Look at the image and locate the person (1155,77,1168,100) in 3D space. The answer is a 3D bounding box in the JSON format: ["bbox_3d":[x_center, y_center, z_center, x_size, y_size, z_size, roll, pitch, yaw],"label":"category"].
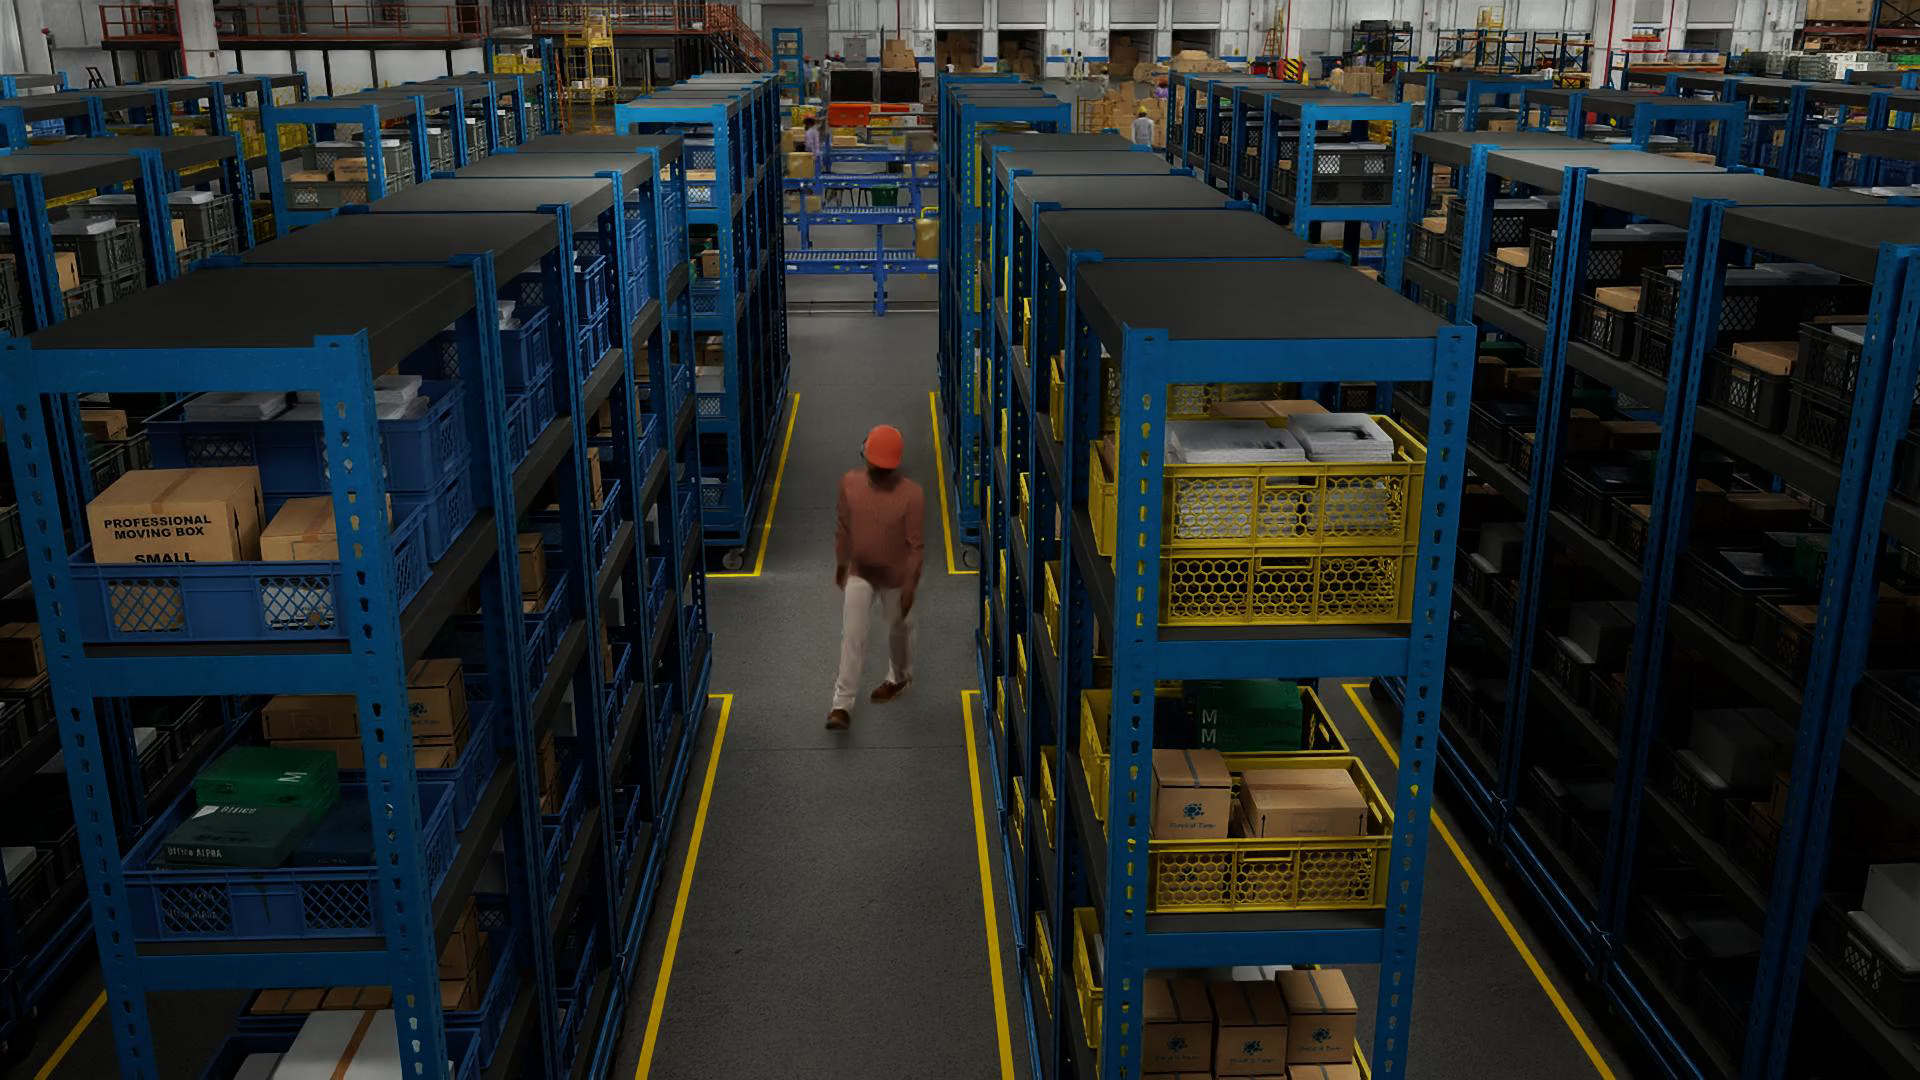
[{"bbox_3d":[6.828,-14.692,56.275,0.544,1.924,0.444,12,21,33],"label":"person"}]

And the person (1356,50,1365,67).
[{"bbox_3d":[21.111,-24.932,87.942,0.593,1.926,0.366,-12,21,-32],"label":"person"}]

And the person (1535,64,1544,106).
[{"bbox_3d":[24.088,-18.865,69.285,0.512,1.860,0.325,-9,20,-26],"label":"person"}]

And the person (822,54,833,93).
[{"bbox_3d":[-6.556,-23.110,82.371,0.585,1.882,0.337,15,23,39],"label":"person"}]

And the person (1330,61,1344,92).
[{"bbox_3d":[16.204,-19.621,71.513,0.583,1.923,0.406,4,18,11],"label":"person"}]

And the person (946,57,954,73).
[{"bbox_3d":[-0.455,-21.274,76.653,0.379,1.911,0.589,10,20,28],"label":"person"}]

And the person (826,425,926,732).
[{"bbox_3d":[-0.526,0.214,10.143,0.674,1.913,1.035,8,19,23],"label":"person"}]

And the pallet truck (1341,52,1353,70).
[{"bbox_3d":[18.794,-23.123,82.231,0.823,1.965,1.885,-13,22,-35],"label":"pallet truck"}]

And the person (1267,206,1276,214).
[{"bbox_3d":[4.166,-3.688,22.471,0.567,1.745,0.559,0,18,0],"label":"person"}]

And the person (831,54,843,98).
[{"bbox_3d":[-5.785,-21.837,78.271,0.608,1.987,0.388,-13,22,-35],"label":"person"}]

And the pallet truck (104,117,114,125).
[{"bbox_3d":[-18.367,-7.885,35.078,1.885,1.965,0.823,1,18,2],"label":"pallet truck"}]

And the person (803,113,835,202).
[{"bbox_3d":[-3.172,-8.393,36.663,0.687,1.997,0.655,4,18,13],"label":"person"}]

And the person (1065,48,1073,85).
[{"bbox_3d":[5.947,-25.842,90.736,0.455,1.933,0.622,-1,18,-4],"label":"person"}]

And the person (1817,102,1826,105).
[{"bbox_3d":[21.975,-10.316,42.703,0.548,1.931,0.379,7,19,20],"label":"person"}]

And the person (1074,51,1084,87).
[{"bbox_3d":[6.289,-24.820,87.696,0.535,1.864,0.309,-4,18,-12],"label":"person"}]

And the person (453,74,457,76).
[{"bbox_3d":[-18.267,-16.018,60.513,0.430,1.825,0.550,2,18,7],"label":"person"}]

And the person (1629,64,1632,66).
[{"bbox_3d":[32.154,-22.518,80.454,0.631,1.940,0.372,-2,18,-5],"label":"person"}]

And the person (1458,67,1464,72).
[{"bbox_3d":[19.281,-17.559,65.124,0.782,1.931,0.623,0,18,1],"label":"person"}]

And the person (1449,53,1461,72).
[{"bbox_3d":[24.228,-22.858,81.341,1.043,2.000,0.706,7,19,21],"label":"person"}]

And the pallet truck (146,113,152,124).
[{"bbox_3d":[-18.087,-8.309,36.390,1.885,1.965,0.823,-1,18,-4],"label":"pallet truck"}]

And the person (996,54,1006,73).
[{"bbox_3d":[2.007,-23.841,84.745,0.784,1.811,0.649,-5,19,-15],"label":"person"}]

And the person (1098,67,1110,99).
[{"bbox_3d":[6.129,-18.970,69.818,0.508,1.709,0.798,-12,22,-34],"label":"person"}]

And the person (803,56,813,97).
[{"bbox_3d":[-7.206,-21.911,78.655,0.548,1.879,1.001,-7,19,-20],"label":"person"}]

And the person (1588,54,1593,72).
[{"bbox_3d":[34.867,-26.189,91.873,0.689,1.906,0.596,-8,20,-23],"label":"person"}]

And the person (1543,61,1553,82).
[{"bbox_3d":[25.398,-19.746,71.963,0.337,1.882,0.584,17,24,42],"label":"person"}]

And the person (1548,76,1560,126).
[{"bbox_3d":[21.569,-15.942,60.381,0.331,1.768,0.526,-6,19,-19],"label":"person"}]

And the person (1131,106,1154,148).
[{"bbox_3d":[4.653,-10.136,42.360,0.592,1.805,0.801,0,18,-2],"label":"person"}]

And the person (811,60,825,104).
[{"bbox_3d":[-6.216,-20.096,73.018,0.637,1.892,0.723,15,23,39],"label":"person"}]

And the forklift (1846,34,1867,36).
[{"bbox_3d":[44.079,-23.555,82.154,1.129,2.768,1.873,-1,18,-3],"label":"forklift"}]
